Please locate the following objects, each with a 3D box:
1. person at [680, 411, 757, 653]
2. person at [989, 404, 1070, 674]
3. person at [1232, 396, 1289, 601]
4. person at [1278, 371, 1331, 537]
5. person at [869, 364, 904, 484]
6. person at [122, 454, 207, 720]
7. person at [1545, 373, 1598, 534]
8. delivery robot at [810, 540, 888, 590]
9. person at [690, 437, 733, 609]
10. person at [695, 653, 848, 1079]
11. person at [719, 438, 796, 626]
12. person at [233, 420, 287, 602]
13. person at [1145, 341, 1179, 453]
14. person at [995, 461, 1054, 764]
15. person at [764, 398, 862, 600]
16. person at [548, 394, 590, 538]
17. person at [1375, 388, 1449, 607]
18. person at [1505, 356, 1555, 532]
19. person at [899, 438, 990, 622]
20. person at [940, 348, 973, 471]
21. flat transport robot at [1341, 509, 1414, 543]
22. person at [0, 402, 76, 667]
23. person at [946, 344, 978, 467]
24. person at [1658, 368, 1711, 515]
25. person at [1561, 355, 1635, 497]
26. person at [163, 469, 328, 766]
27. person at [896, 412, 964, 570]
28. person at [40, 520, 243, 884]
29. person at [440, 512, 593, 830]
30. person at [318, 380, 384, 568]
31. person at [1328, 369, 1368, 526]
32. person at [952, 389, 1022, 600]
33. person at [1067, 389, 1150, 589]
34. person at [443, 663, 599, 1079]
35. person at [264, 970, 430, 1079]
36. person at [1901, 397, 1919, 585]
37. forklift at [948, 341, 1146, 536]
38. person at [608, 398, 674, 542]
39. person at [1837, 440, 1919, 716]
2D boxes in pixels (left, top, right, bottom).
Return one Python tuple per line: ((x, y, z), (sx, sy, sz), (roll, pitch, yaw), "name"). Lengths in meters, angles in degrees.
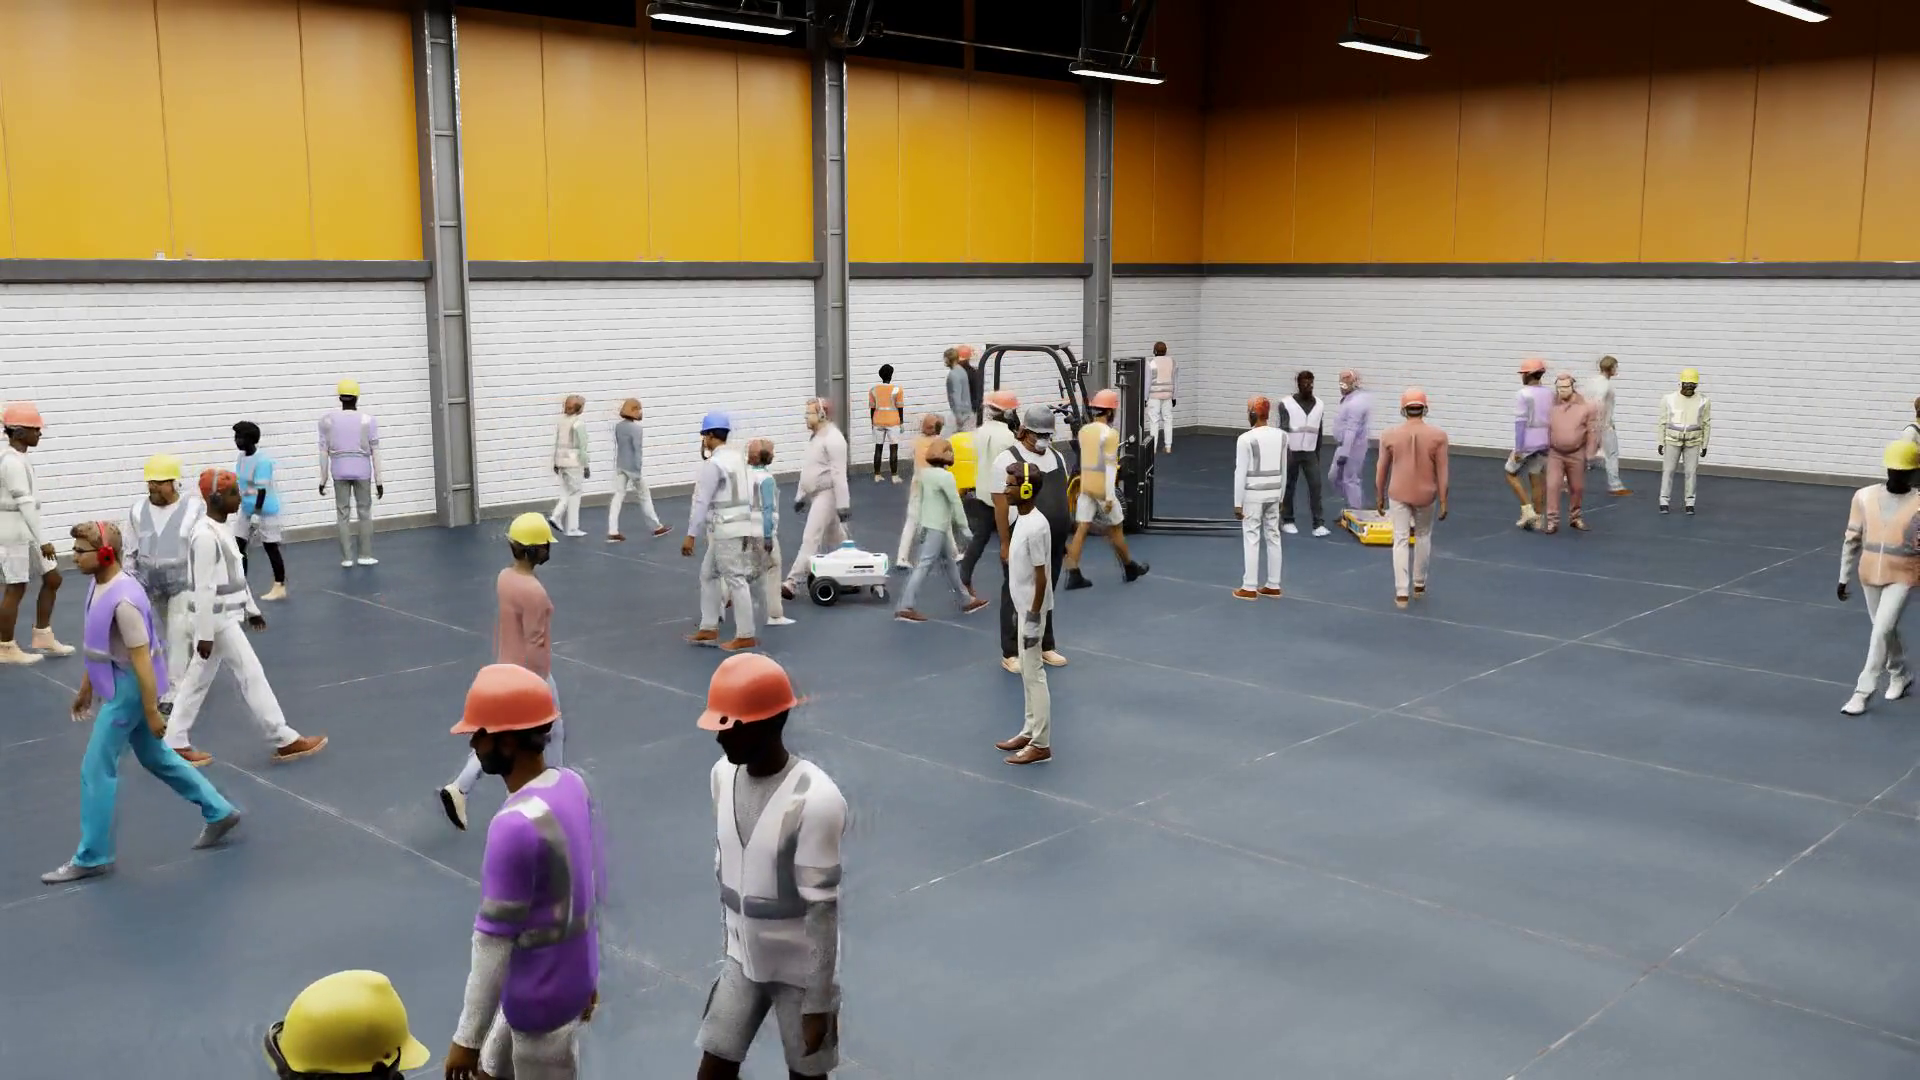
((-1.959, -0.055, 13.151), (0.793, 1.900, 0.640), (1, 9, 6), "person")
((0.589, -0.024, 12.573), (0.676, 2.000, 0.536), (-7, 12, -37), "person")
((2.750, -0.376, 15.238), (0.579, 1.879, 0.349), (-5, 10, -27), "person")
((3.914, -0.962, 18.828), (0.596, 1.872, 0.936), (-2, 10, -14), "person")
((-1.036, -1.634, 23.520), (0.531, 1.694, 0.320), (3, 10, 20), "person")
((-5.430, 0.285, 11.479), (0.613, 1.788, 0.938), (1, 9, 4), "person")
((7.006, -1.005, 19.196), (0.660, 1.859, 0.719), (4, 10, 24), "person")
((-1.011, 0.248, 15.160), (0.707, 0.478, 0.477), (-1, 9, -8), "delivery robot")
((-2.169, -0.141, 14.592), (0.519, 1.611, 0.624), (6, 11, 31), "person")
((-0.555, 1.271, 5.016), (0.561, 1.917, 0.482), (7, 12, 37), "person")
((-1.757, -0.053, 14.059), (0.646, 1.623, 0.520), (-5, 10, -28), "person")
((-6.431, -0.238, 15.007), (0.542, 1.672, 0.688), (7, 12, 36), "person")
((3.287, -2.349, 27.436), (0.633, 1.842, 0.429), (-3, 10, -19), "person")
((0.405, 0.448, 10.216), (0.336, 1.868, 0.521), (-1, 9, -4), "person")
((-1.344, -0.375, 15.278), (1.000, 1.850, 0.676), (-4, 10, -21), "person")
((-4.402, -0.835, 18.815), (0.560, 1.619, 0.386), (8, 12, 41), "person")
((4.118, -0.407, 15.177), (0.644, 1.948, 0.949), (2, 10, 14), "person")
((6.596, -1.105, 19.229), (0.625, 2.025, 0.448), (-5, 10, -27), "person")
((-0.158, -0.090, 14.378), (0.903, 1.579, 0.505), (-4, 10, -22), "person")
((-0.092, -1.788, 23.788), (0.700, 1.909, 0.698), (2, 9, 10), "person")
((4.778, -0.167, 18.860), (0.652, 0.197, 1.431), (1, 9, 3), "flat transport robot")
((-7.105, -0.039, 12.732), (0.700, 2.016, 0.623), (-4, 10, -23), "person")
((0.142, -1.936, 24.640), (0.907, 1.949, 0.629), (-5, 10, -26), "person")
((8.946, -1.216, 20.560), (0.596, 1.825, 0.403), (3, 10, 19), "person")
((8.505, -1.523, 22.235), (1.001, 1.904, 0.644), (2, 10, 14), "person")
((-4.455, 0.477, 10.126), (0.991, 1.831, 0.593), (-3, 10, -19), "person")
((-0.319, -0.494, 16.849), (0.514, 1.589, 0.893), (7, 12, 39), "person")
((-4.155, 0.775, 8.411), (0.934, 1.808, 0.558), (-6, 11, -31), "person")
((-2.396, 0.716, 8.938), (0.740, 1.742, 0.525), (-8, 12, -40), "person")
((-6.213, -0.659, 16.922), (0.663, 1.921, 0.481), (-2, 9, -12), "person")
((4.562, -1.065, 19.488), (0.452, 1.873, 0.673), (0, 9, 2), "person")
((0.326, -0.413, 15.254), (0.990, 1.953, 0.609), (-9, 13, -44), "person")
((1.395, -0.493, 15.886), (0.989, 1.884, 0.562), (-7, 12, -37), "person")
((-1.334, 1.305, 4.817), (0.771, 1.910, 0.563), (0, 9, -2), "person")
((-1.109, 1.656, 3.170), (0.697, 1.739, 0.523), (-2, 9, -10), "person")
((9.177, -0.481, 15.975), (0.514, 1.842, 0.324), (-8, 12, -40), "person")
((0.977, -1.223, 19.452), (2.313, 2.155, 1.214), (2, 9, 11), "forklift")
((-3.637, -0.789, 18.626), (0.519, 1.589, 0.836), (8, 12, 40), "person")
((6.436, 0.237, 11.477), (0.994, 1.881, 0.598), (-7, 11, -35), "person")
